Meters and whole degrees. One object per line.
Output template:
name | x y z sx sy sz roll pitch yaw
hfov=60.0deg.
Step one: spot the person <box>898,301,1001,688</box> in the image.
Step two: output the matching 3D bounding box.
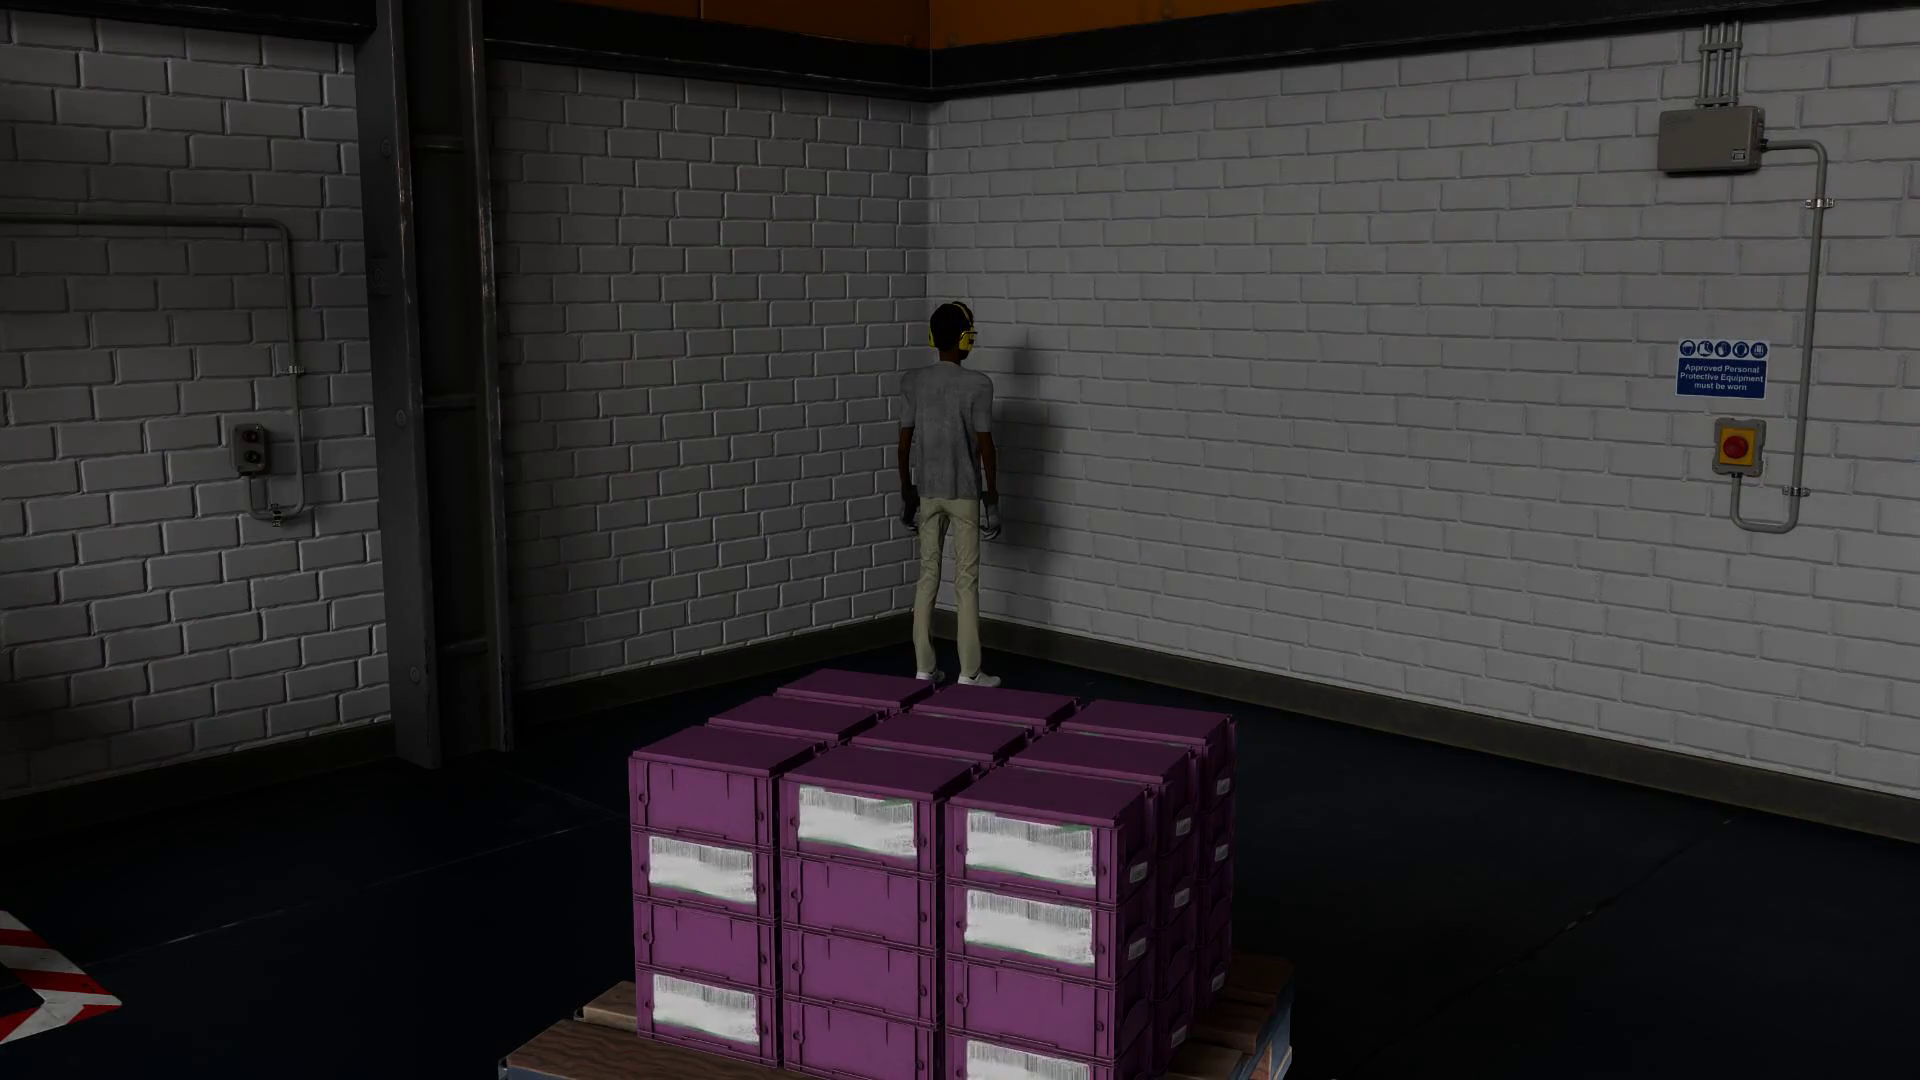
person | -0.046 -0.194 7.927 0.538 1.869 0.313 5 10 26
